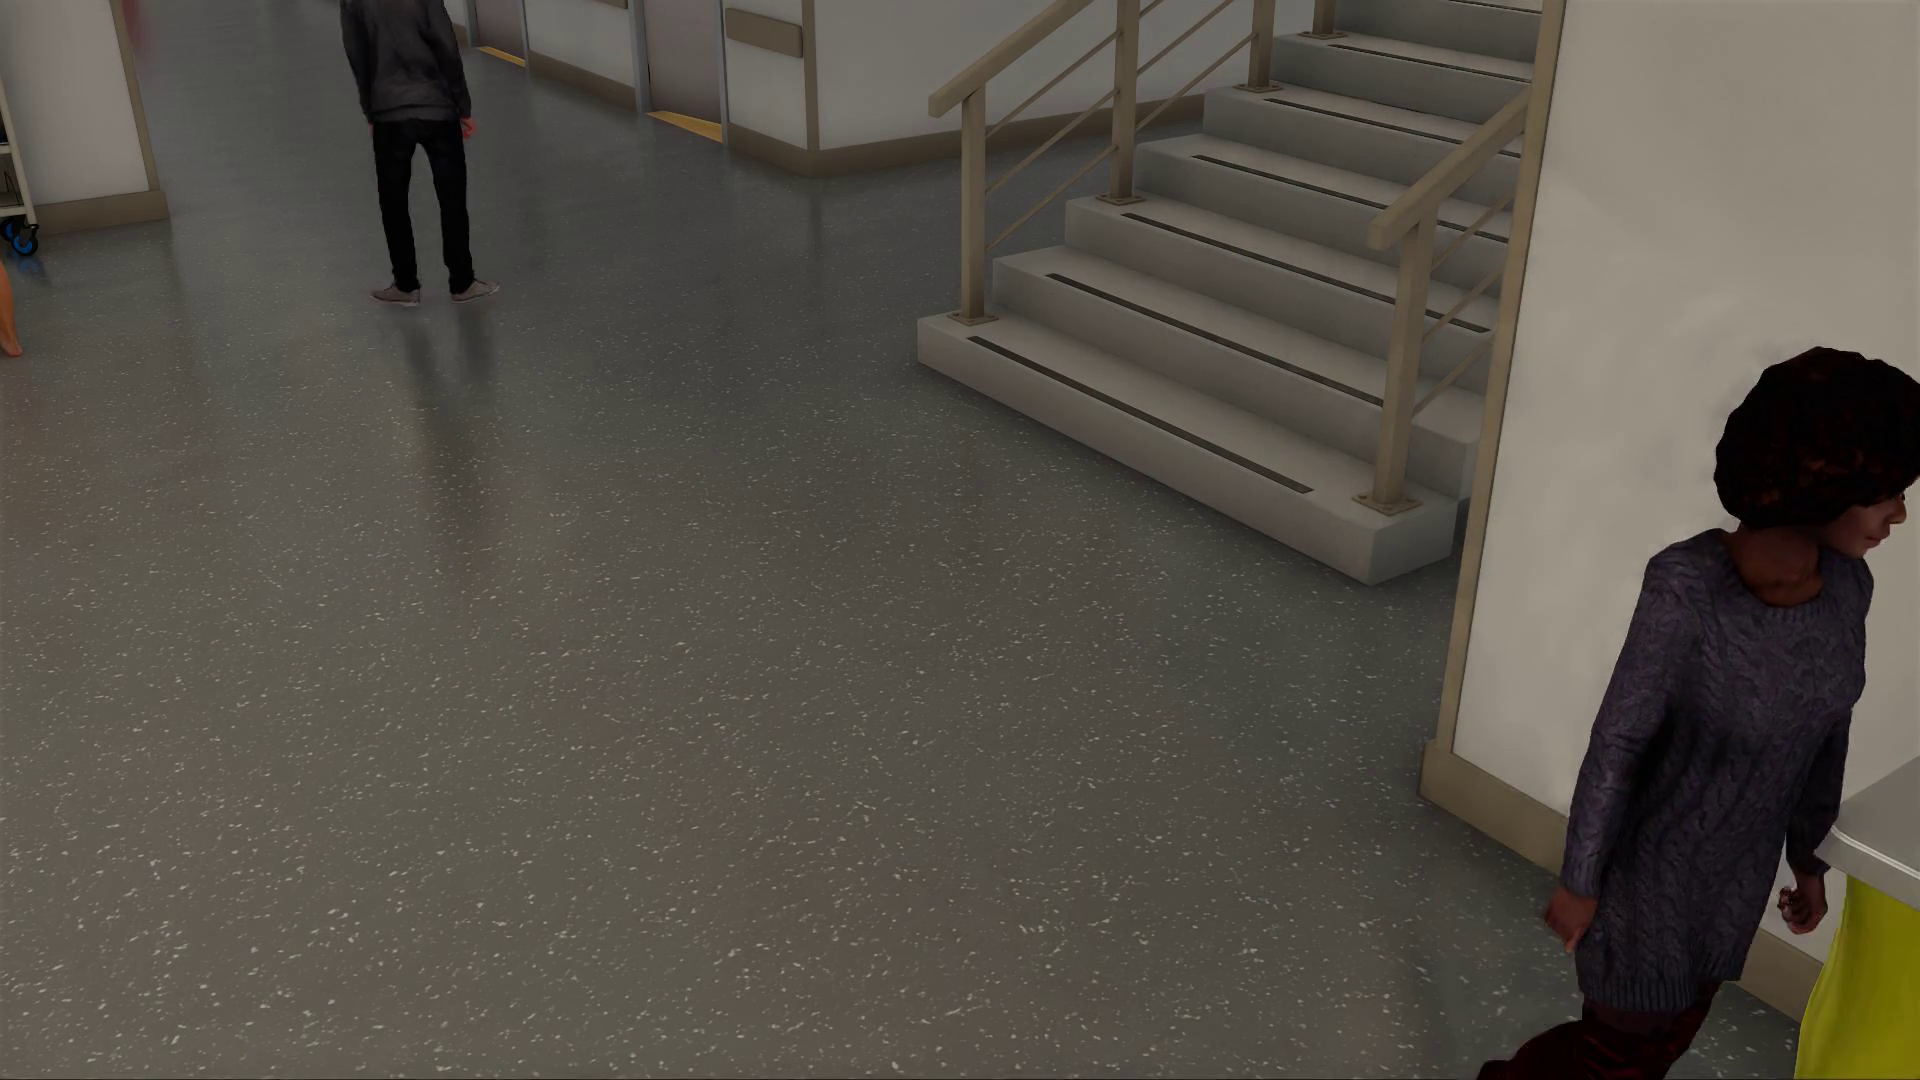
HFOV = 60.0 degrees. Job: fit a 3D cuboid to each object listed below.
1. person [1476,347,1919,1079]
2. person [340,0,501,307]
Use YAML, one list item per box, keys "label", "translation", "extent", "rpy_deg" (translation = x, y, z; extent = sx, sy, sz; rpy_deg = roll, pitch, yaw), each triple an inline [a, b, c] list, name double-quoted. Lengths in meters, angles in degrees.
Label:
- label: "person"
  translation: [1.121, 0.476, 2.704]
  extent: [0.704, 1.697, 0.761]
  rpy_deg: [-7, 27, -14]
- label: "person"
  translation: [-2.489, -1.943, 7.665]
  extent: [0.727, 1.745, 0.887]
  rpy_deg: [3, 26, 5]
